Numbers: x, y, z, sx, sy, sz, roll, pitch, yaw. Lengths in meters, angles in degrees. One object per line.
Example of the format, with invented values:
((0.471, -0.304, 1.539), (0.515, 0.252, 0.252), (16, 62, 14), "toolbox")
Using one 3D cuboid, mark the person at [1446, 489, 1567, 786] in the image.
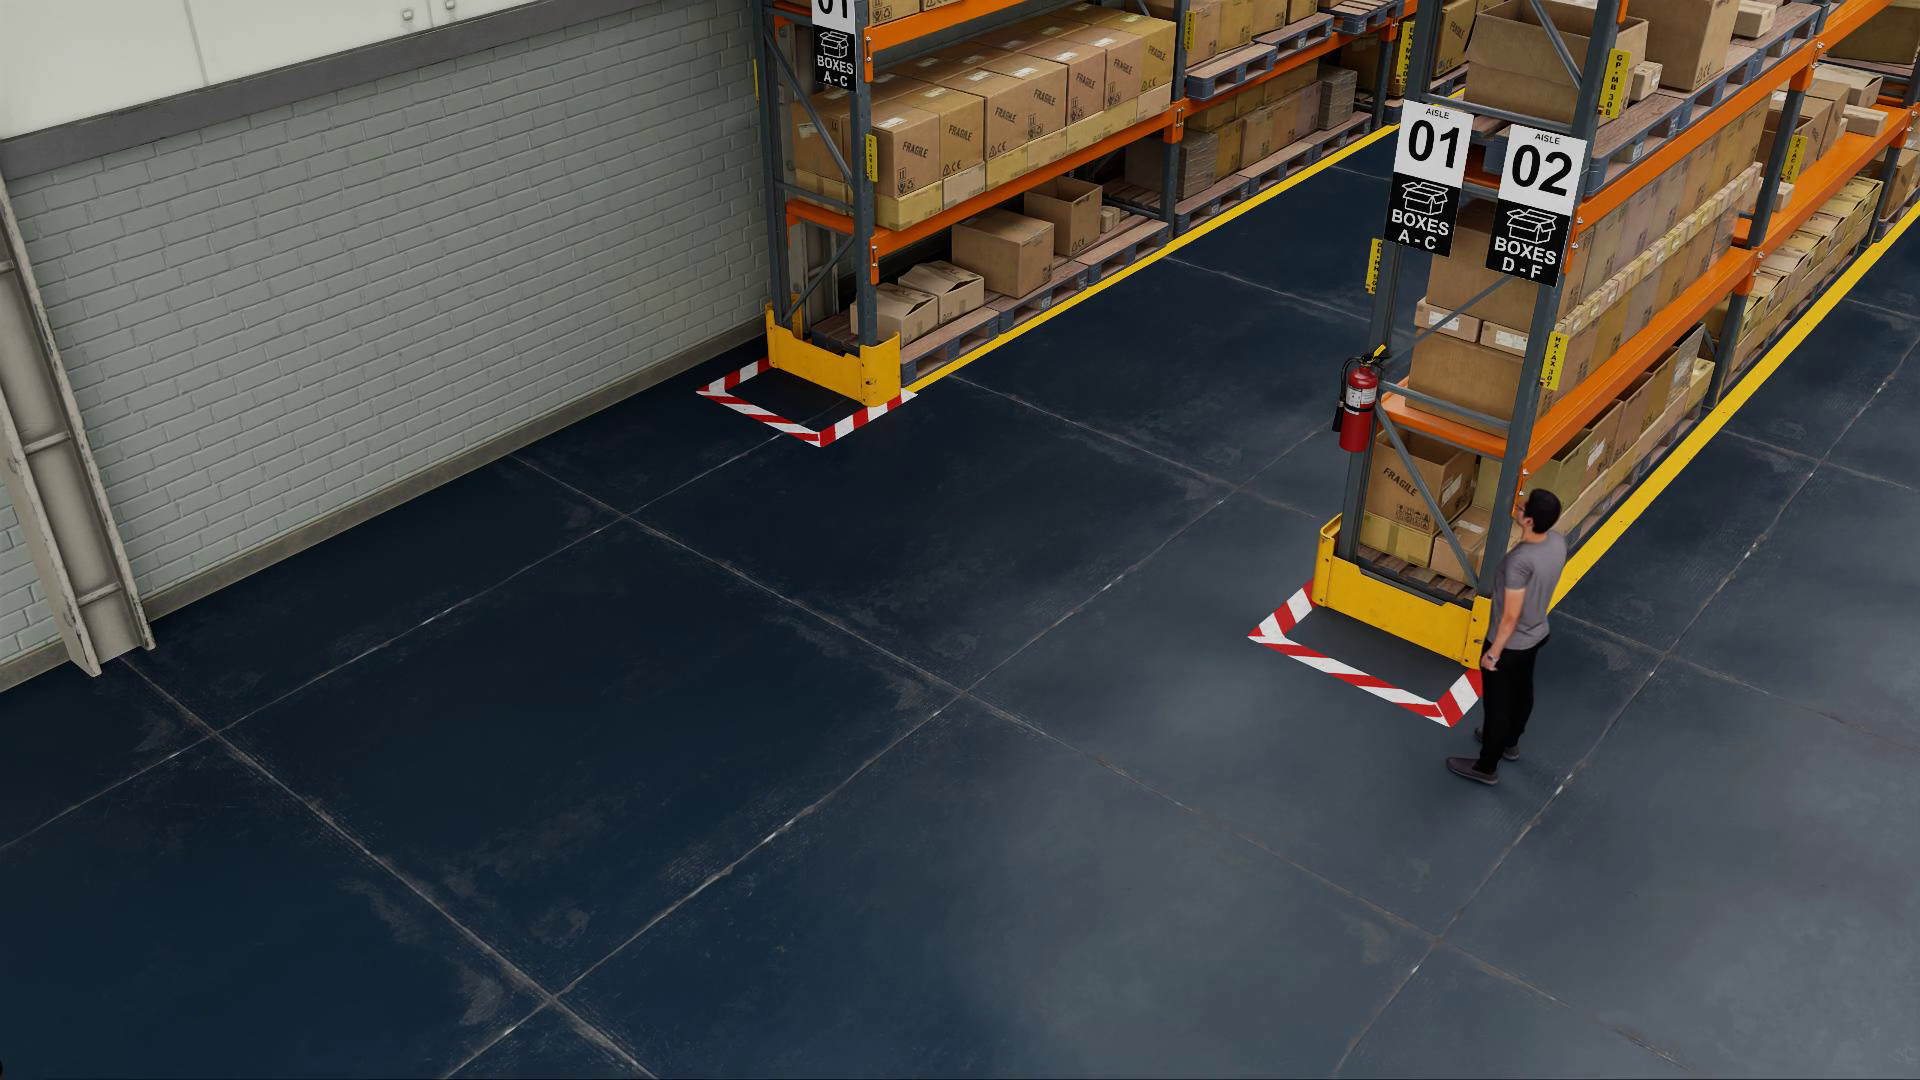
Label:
((2.900, 0.494, 8.675), (0.686, 1.754, 0.494), (28, 42, 36), "person")
